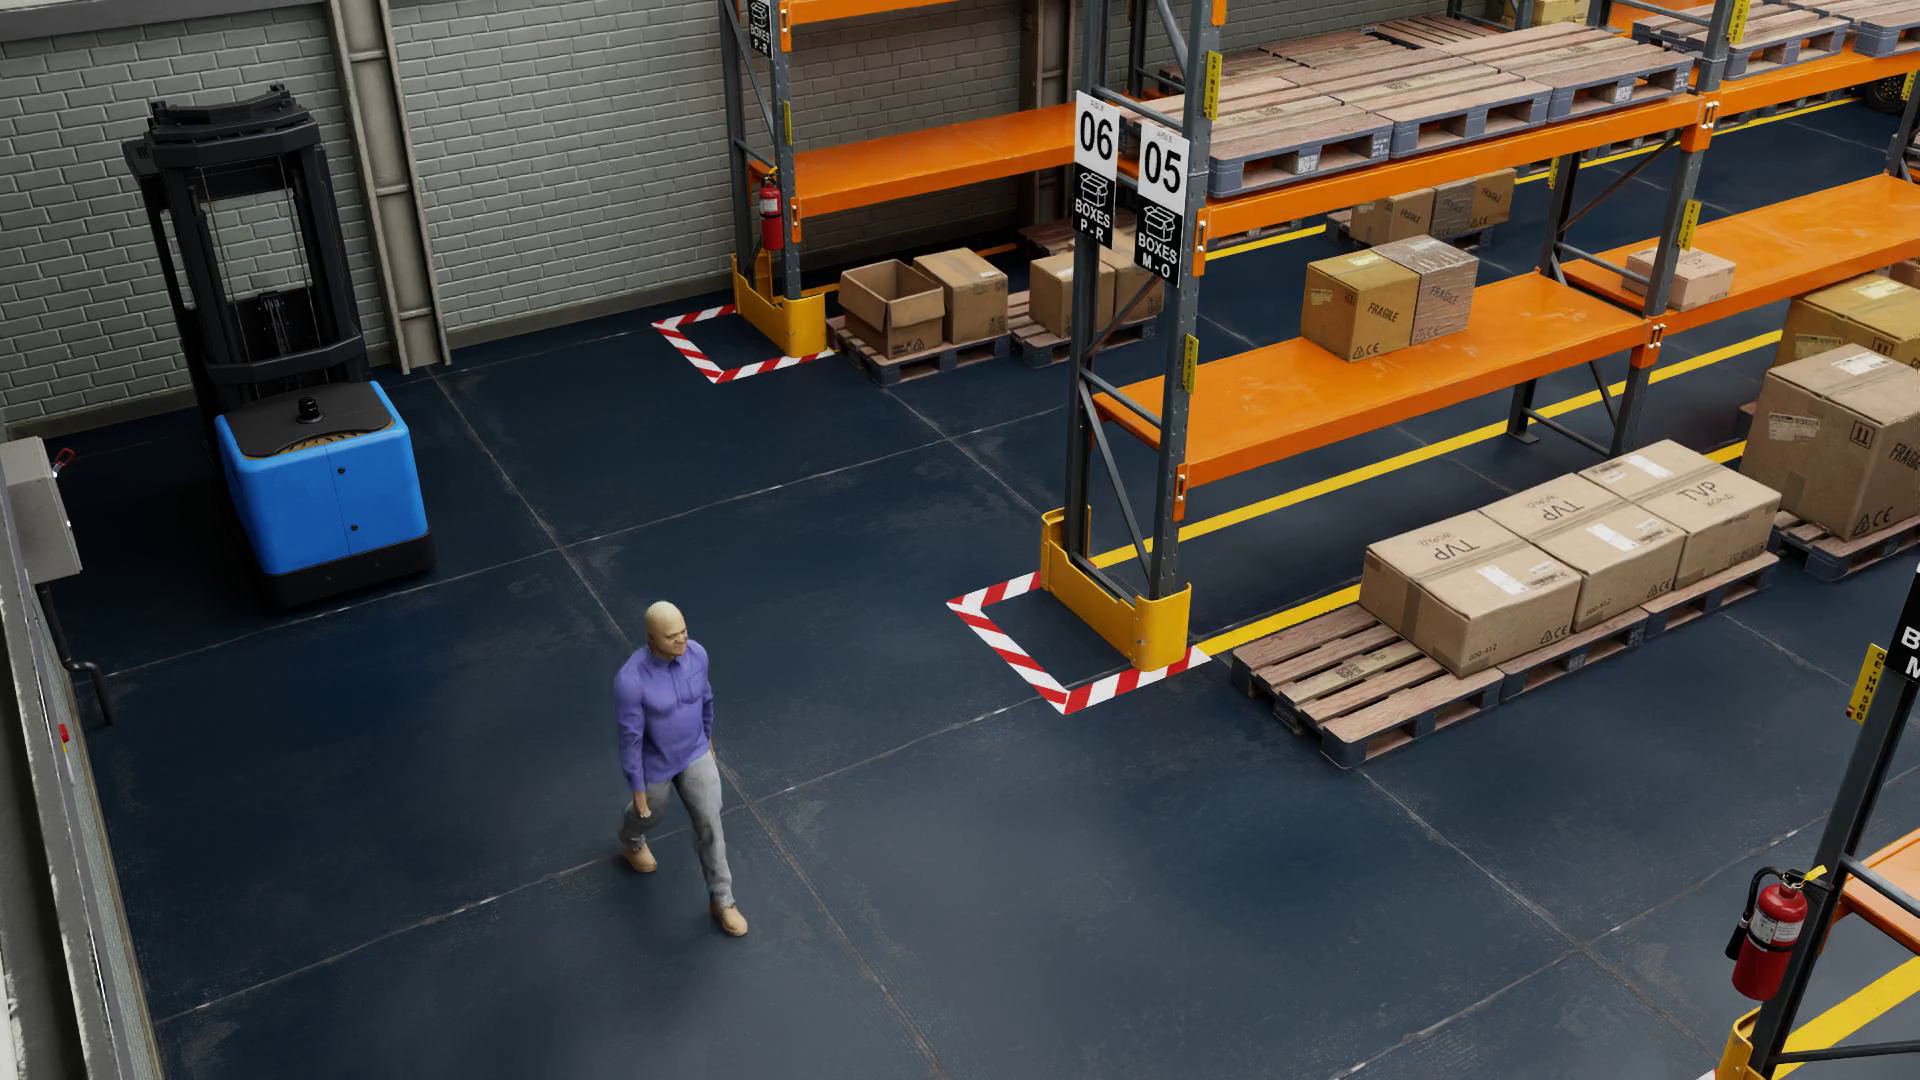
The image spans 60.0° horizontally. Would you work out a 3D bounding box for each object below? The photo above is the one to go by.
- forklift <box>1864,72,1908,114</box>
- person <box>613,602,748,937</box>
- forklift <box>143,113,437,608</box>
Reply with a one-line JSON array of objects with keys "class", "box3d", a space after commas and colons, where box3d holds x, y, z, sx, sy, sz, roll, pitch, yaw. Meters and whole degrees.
[{"class": "forklift", "box3d": [11.468, -5.645, 18.244, 1.214, 2.155, 2.313, -17, 36, -26]}, {"class": "person", "box3d": [-1.404, 1.005, 7.893, 0.573, 1.765, 0.910, -22, 38, -32]}, {"class": "forklift", "box3d": [-4.289, -1.259, 10.509, 1.129, 2.768, 1.873, -17, 36, -26]}]
